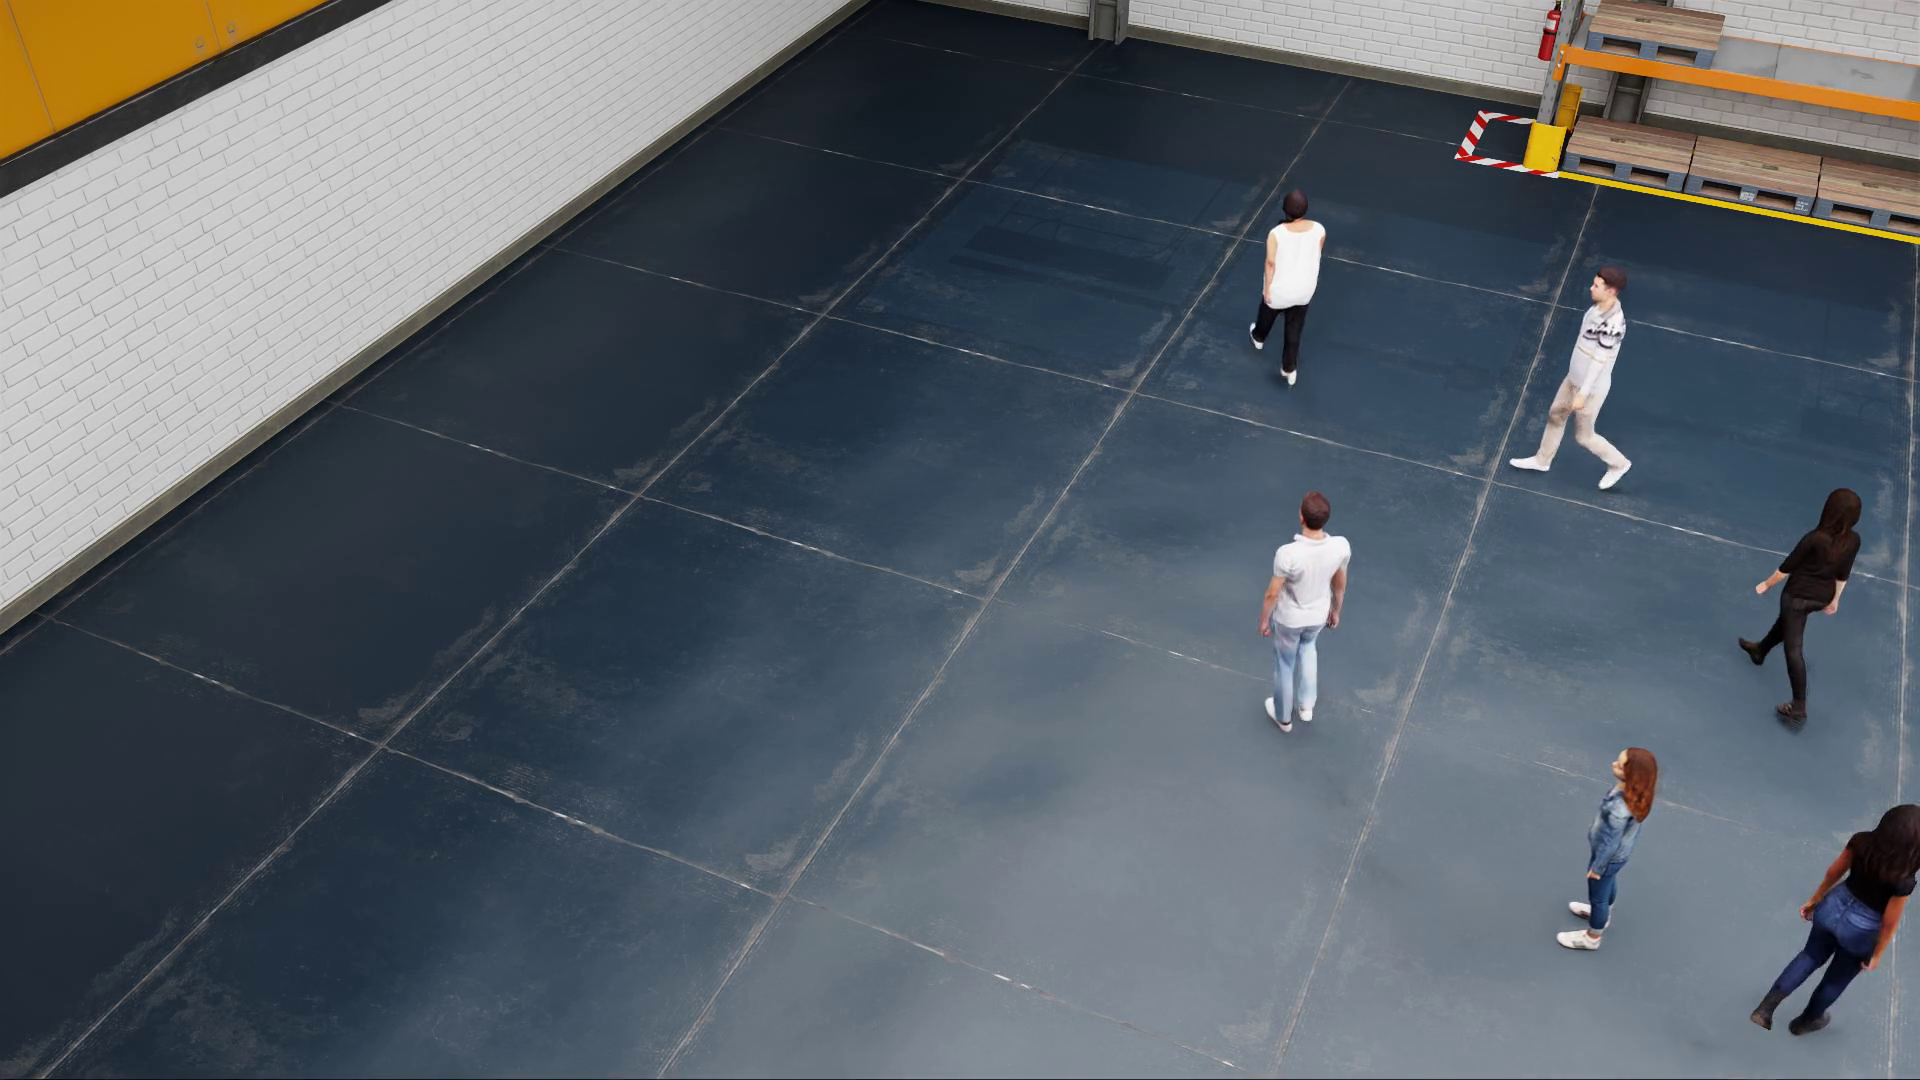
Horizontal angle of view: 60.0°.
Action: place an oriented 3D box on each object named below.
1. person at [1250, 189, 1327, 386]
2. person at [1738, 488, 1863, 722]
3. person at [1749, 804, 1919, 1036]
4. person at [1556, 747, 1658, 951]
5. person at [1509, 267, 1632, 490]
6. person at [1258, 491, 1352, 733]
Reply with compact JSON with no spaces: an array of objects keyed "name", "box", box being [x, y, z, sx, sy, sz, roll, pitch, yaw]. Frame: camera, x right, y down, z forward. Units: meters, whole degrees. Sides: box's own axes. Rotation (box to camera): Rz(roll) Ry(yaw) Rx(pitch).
[{"name":"person","box":[2.751,-2.082,13.847,1.140,1.641,1.077,-4,39,-5]},{"name":"person","box":[5.498,0.435,10.723,1.089,1.606,1.071,-8,39,-10]},{"name":"person","box":[4.535,2.041,8.625,0.936,1.716,0.895,-12,40,-15]},{"name":"person","box":[3.633,1.702,9.244,0.507,1.471,0.582,19,43,23]},{"name":"person","box":[4.836,-1.196,12.572,1.178,1.847,0.905,5,39,7]},{"name":"person","box":[2.176,0.533,10.410,0.792,1.844,0.863,-10,40,-12]}]
